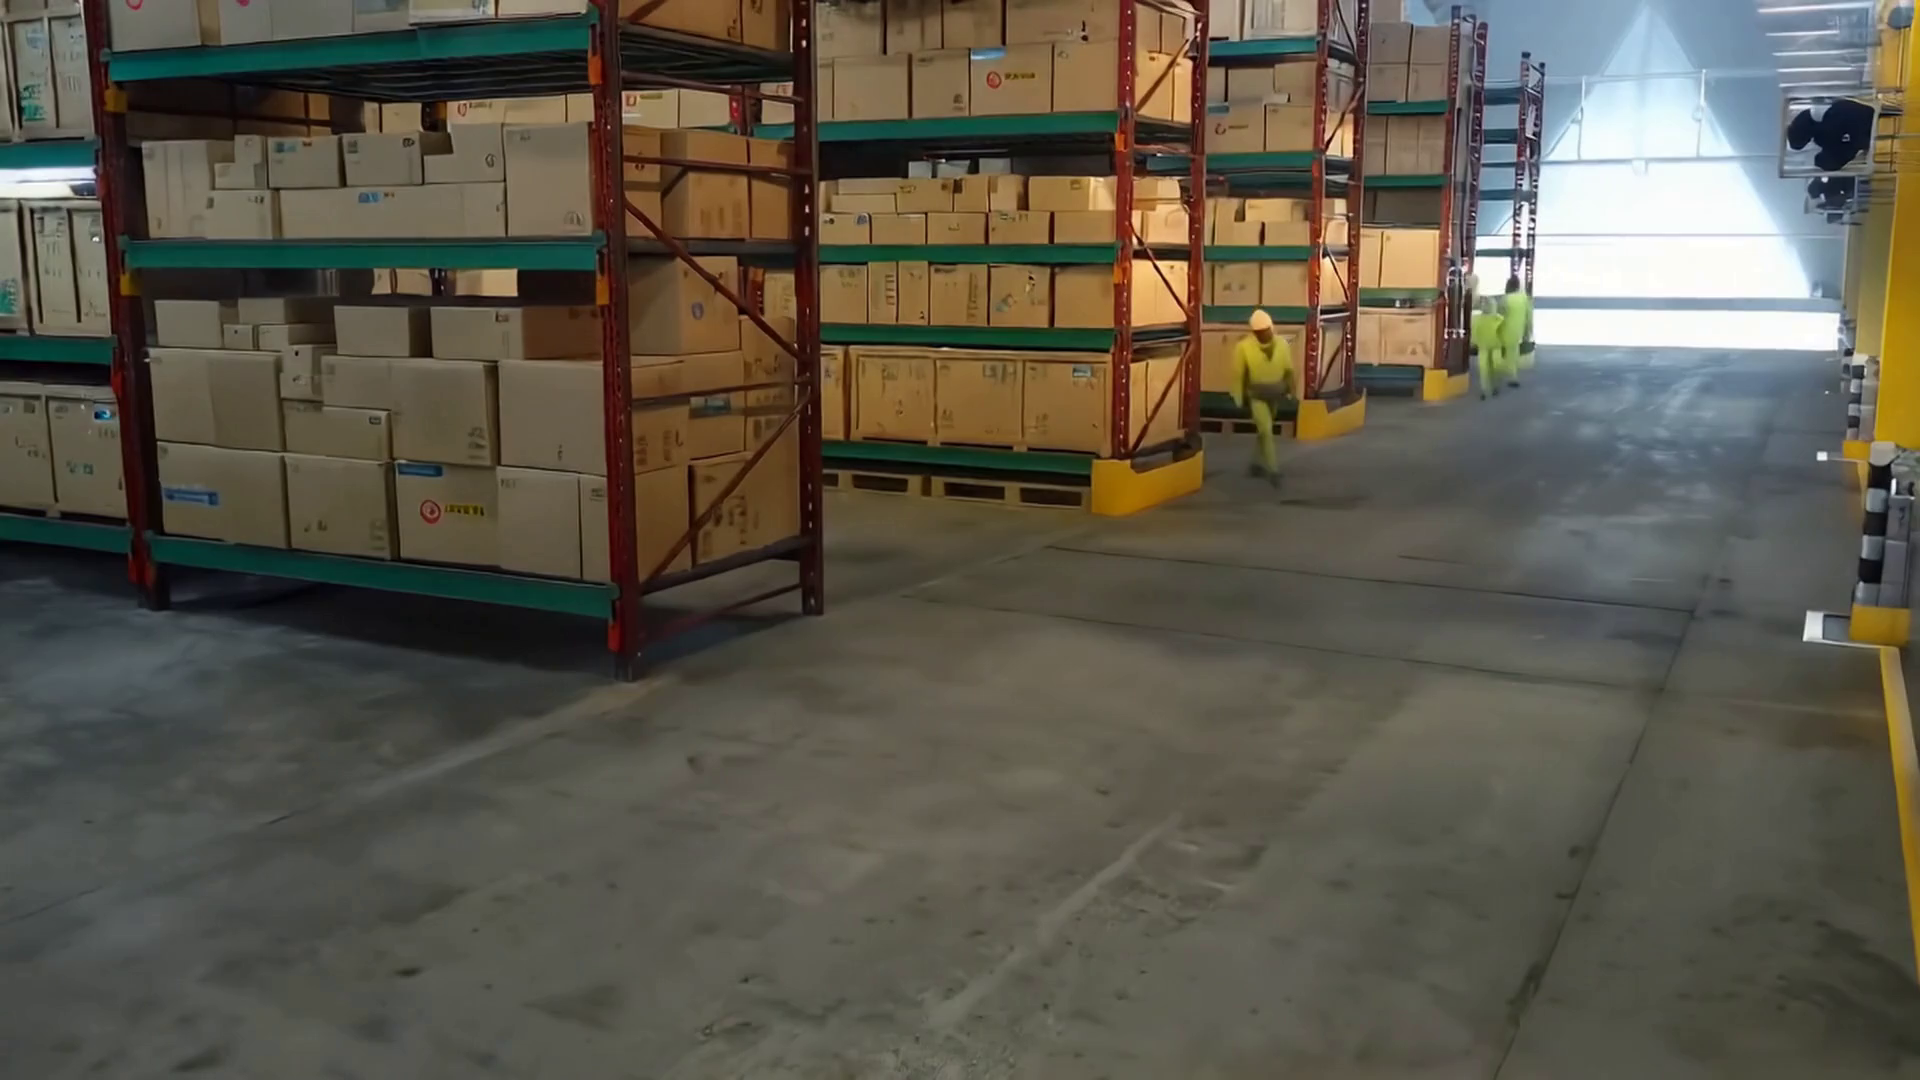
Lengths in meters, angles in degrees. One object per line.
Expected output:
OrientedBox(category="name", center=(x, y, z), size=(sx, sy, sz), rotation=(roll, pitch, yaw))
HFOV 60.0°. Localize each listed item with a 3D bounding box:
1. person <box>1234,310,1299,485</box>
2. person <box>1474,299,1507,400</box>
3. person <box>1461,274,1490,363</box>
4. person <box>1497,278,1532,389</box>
OrientedBox(category="person", center=(3.126, -1.475, 17.051), size=(0.646, 1.761, 0.959), rotation=(-3, 10, -17))
OrientedBox(category="person", center=(8.472, -3.048, 26.561), size=(0.525, 1.613, 0.723), rotation=(4, 11, 24))
OrientedBox(category="person", center=(10.913, -4.679, 35.251), size=(1.030, 1.888, 0.547), rotation=(5, 11, 28))
OrientedBox(category="person", center=(9.508, -3.580, 28.820), size=(0.633, 1.898, 0.900), rotation=(-4, 11, -24))
